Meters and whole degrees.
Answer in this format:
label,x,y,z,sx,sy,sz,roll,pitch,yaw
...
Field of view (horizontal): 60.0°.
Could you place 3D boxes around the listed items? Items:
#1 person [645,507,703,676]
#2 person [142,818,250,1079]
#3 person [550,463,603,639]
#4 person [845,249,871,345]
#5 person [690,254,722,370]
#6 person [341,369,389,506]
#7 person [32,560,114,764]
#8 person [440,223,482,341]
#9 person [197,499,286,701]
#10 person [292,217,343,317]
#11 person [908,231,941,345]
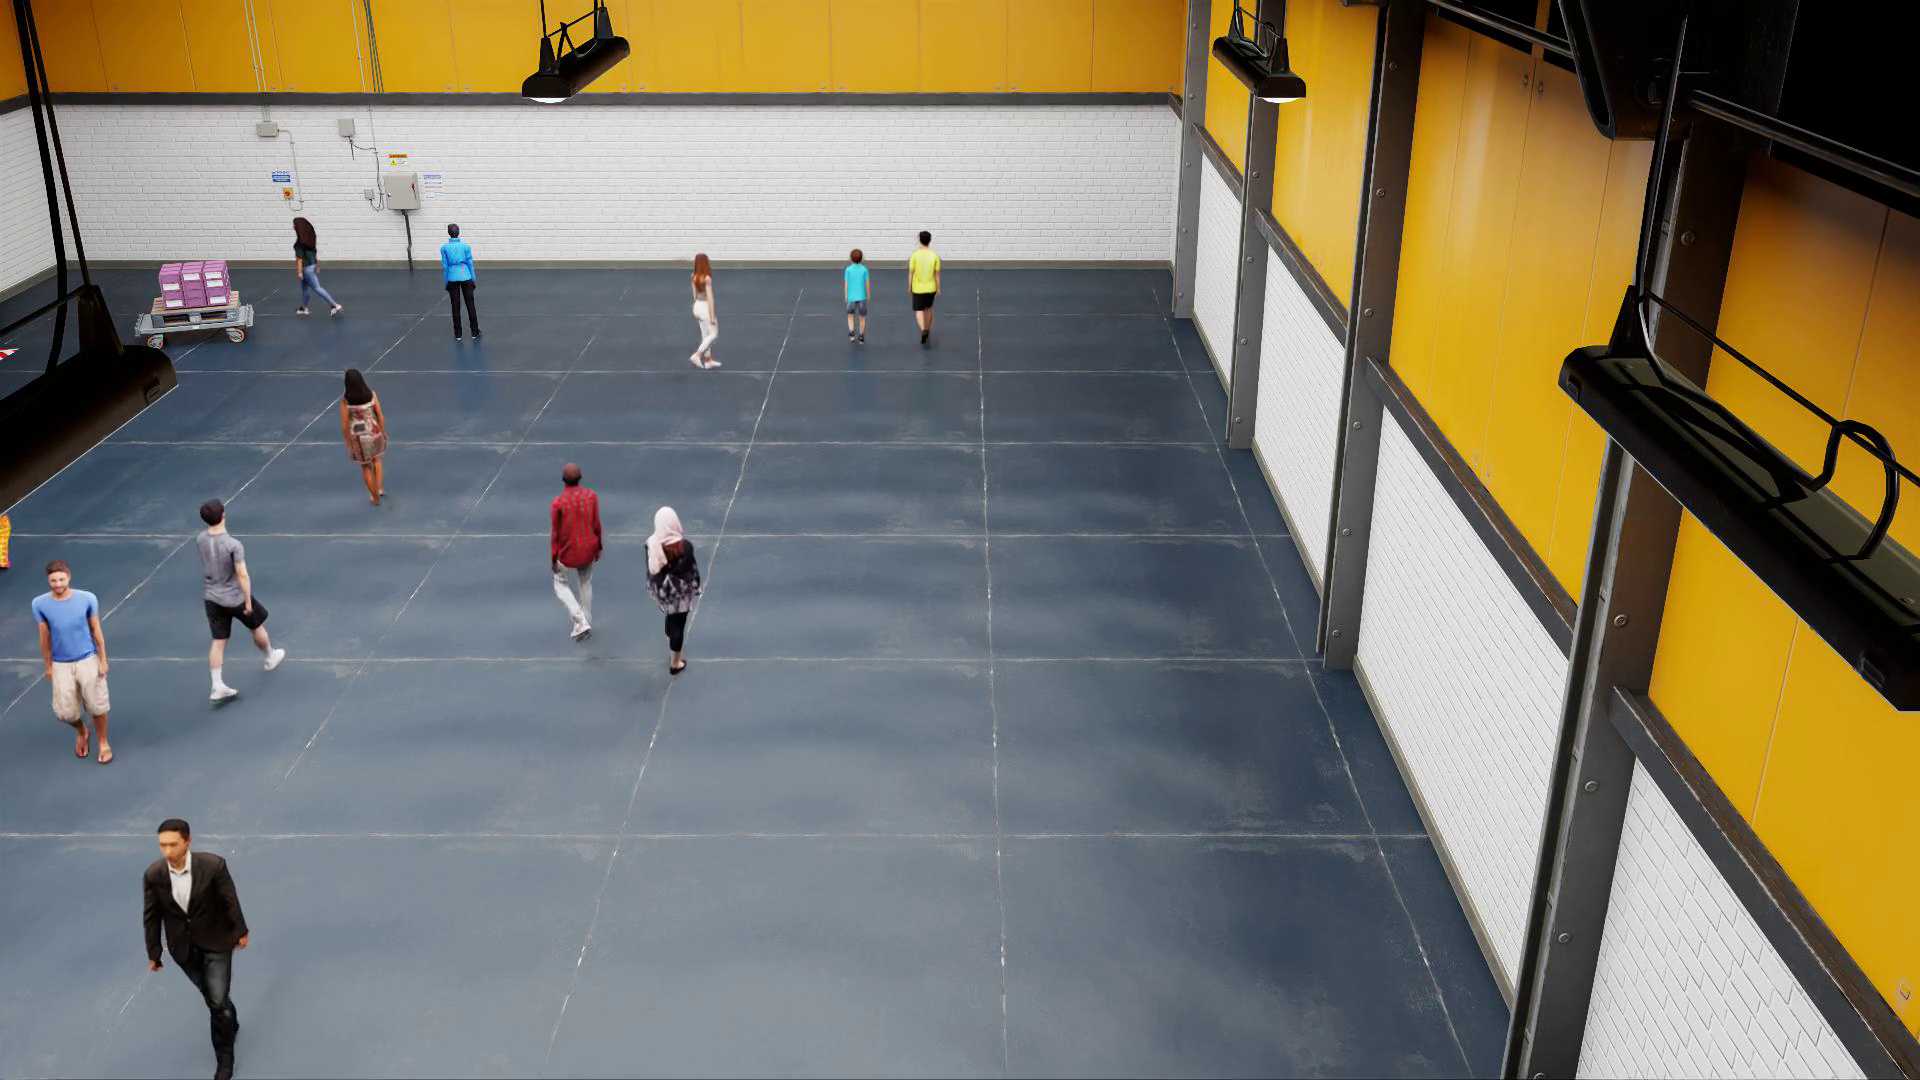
label,x,y,z,sx,sy,sz,roll,pitch,yaw
person,-2.705,0.499,15.444,0.730,1.619,0.775,8,25,17
person,-4.833,2.507,10.643,0.779,1.785,0.922,-3,24,-6
person,-3.675,0.136,16.033,0.869,1.813,0.919,-15,28,-31
person,-1.560,-3.681,25.243,0.590,1.429,0.785,-3,24,-7
person,-3.740,-3.249,23.905,0.851,1.710,0.922,20,31,38
person,-6.865,-1.167,19.237,0.789,1.632,0.842,-13,27,-27
person,-7.463,0.985,14.042,0.785,1.850,0.826,-10,26,-23
person,-7.655,-3.962,25.429,0.669,1.794,0.624,-6,24,-14
person,-6.690,0.569,15.014,0.820,1.834,1.257,6,24,14
person,-10.312,-4.323,26.520,0.773,1.582,1.068,3,24,7
person,-0.539,-3.812,25.225,0.773,1.683,1.080,-5,24,-12
